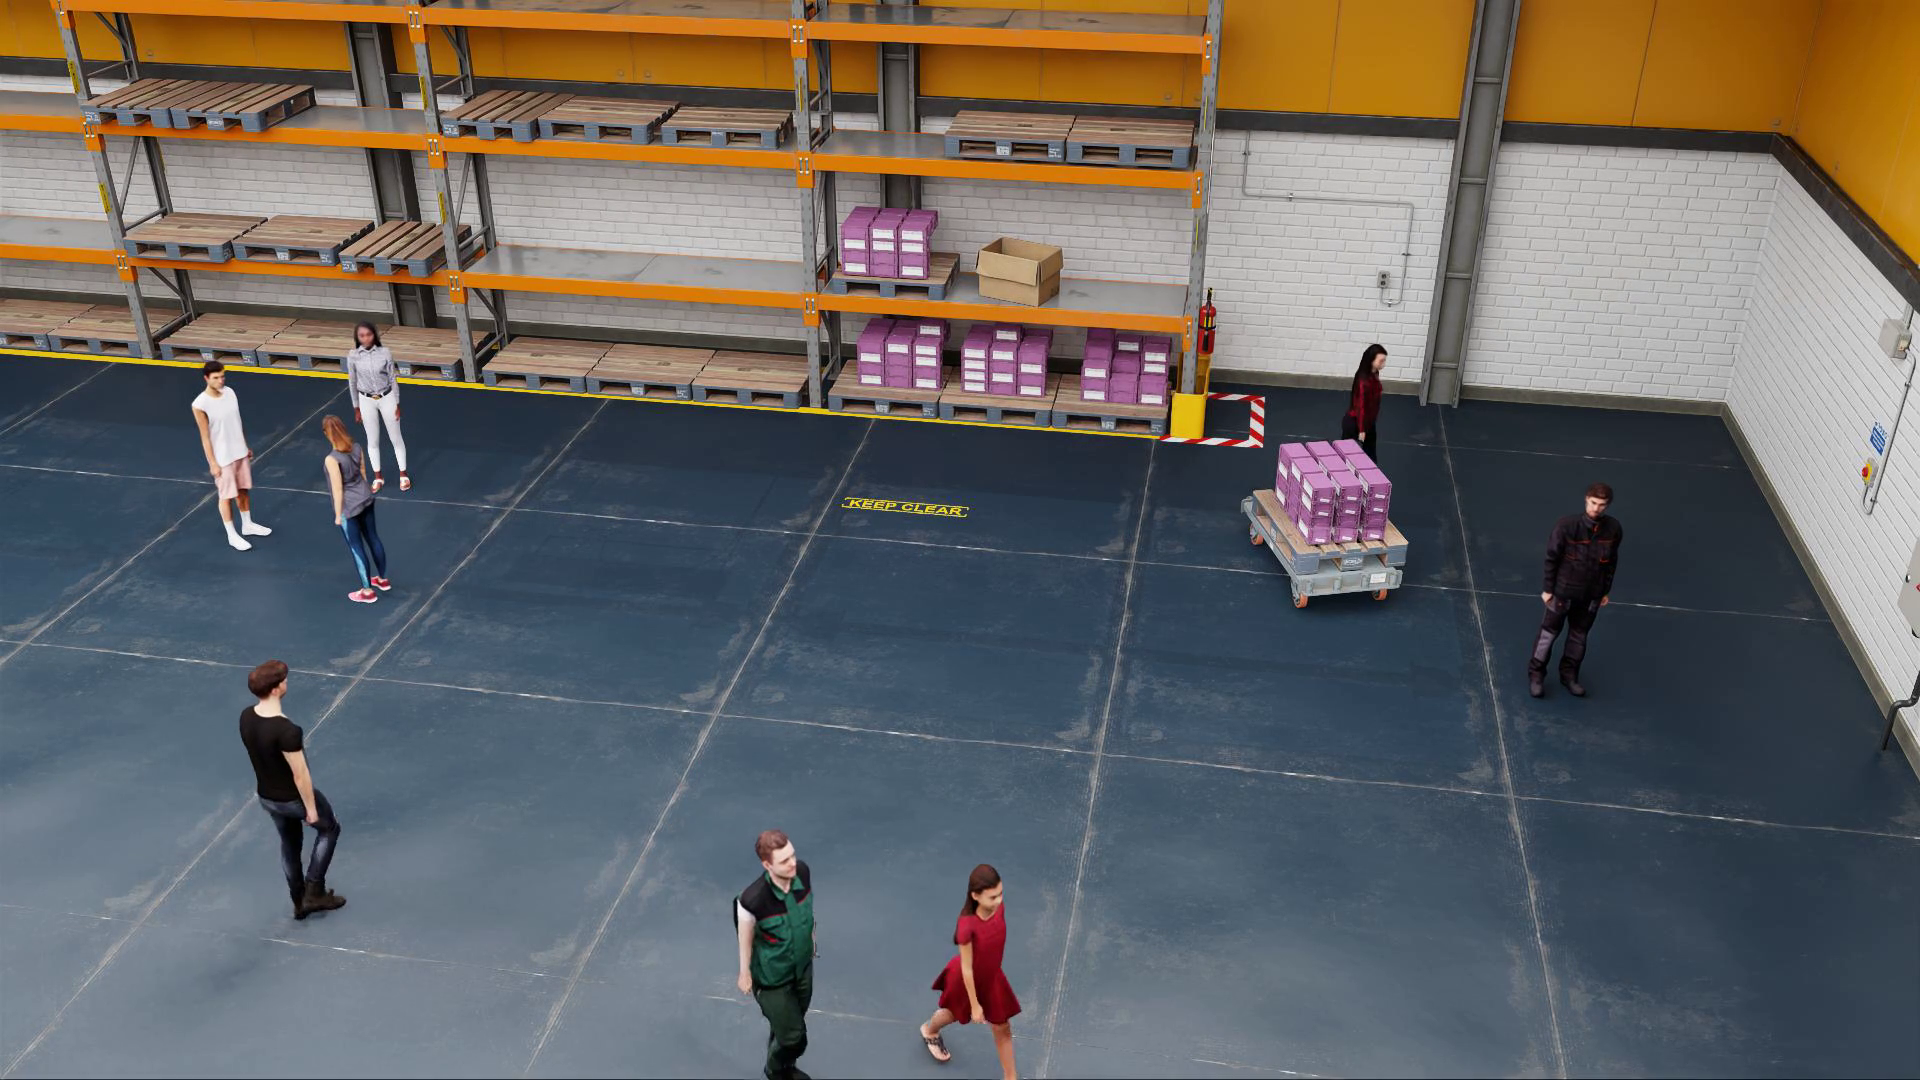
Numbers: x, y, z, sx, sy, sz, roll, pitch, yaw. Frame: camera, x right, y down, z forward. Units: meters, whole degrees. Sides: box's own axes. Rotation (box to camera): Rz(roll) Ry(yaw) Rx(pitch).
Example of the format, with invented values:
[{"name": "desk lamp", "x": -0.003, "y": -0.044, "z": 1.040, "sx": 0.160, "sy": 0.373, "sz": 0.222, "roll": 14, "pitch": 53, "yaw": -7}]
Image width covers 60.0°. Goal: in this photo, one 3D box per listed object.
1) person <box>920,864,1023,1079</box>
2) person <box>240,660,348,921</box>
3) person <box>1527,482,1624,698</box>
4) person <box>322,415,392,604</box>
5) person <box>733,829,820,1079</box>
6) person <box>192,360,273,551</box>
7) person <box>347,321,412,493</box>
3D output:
[{"name": "person", "x": 0.034, "y": 2.446, "z": 9.407, "sx": 0.962, "sy": 1.516, "sz": 1.127, "roll": -25, "pitch": 37, "yaw": -38}, {"name": "person", "x": -4.309, "y": 1.648, "z": 10.488, "sx": 0.660, "sy": 1.884, "sz": 0.800, "roll": 14, "pitch": 32, "yaw": 24}, {"name": "person", "x": 4.766, "y": 0.370, "z": 12.875, "sx": 0.580, "sy": 1.840, "sz": 0.822, "roll": -1, "pitch": 29, "yaw": -1}, {"name": "person", "x": -5.167, "y": -0.279, "z": 14.187, "sx": 0.593, "sy": 1.723, "sz": 0.613, "roll": 11, "pitch": 30, "yaw": 19}, {"name": "person", "x": -1.045, "y": 2.340, "z": 9.276, "sx": 0.816, "sy": 1.829, "sz": 0.786, "roll": 22, "pitch": 36, "yaw": 35}, {"name": "person", "x": -6.648, "y": -0.794, "z": 15.069, "sx": 0.632, "sy": 1.783, "sz": 0.679, "roll": 10, "pitch": 30, "yaw": 18}, {"name": "person", "x": -5.615, "y": -1.300, "z": 16.057, "sx": 0.579, "sy": 1.724, "sz": 0.727, "roll": -5, "pitch": 29, "yaw": -9}]
